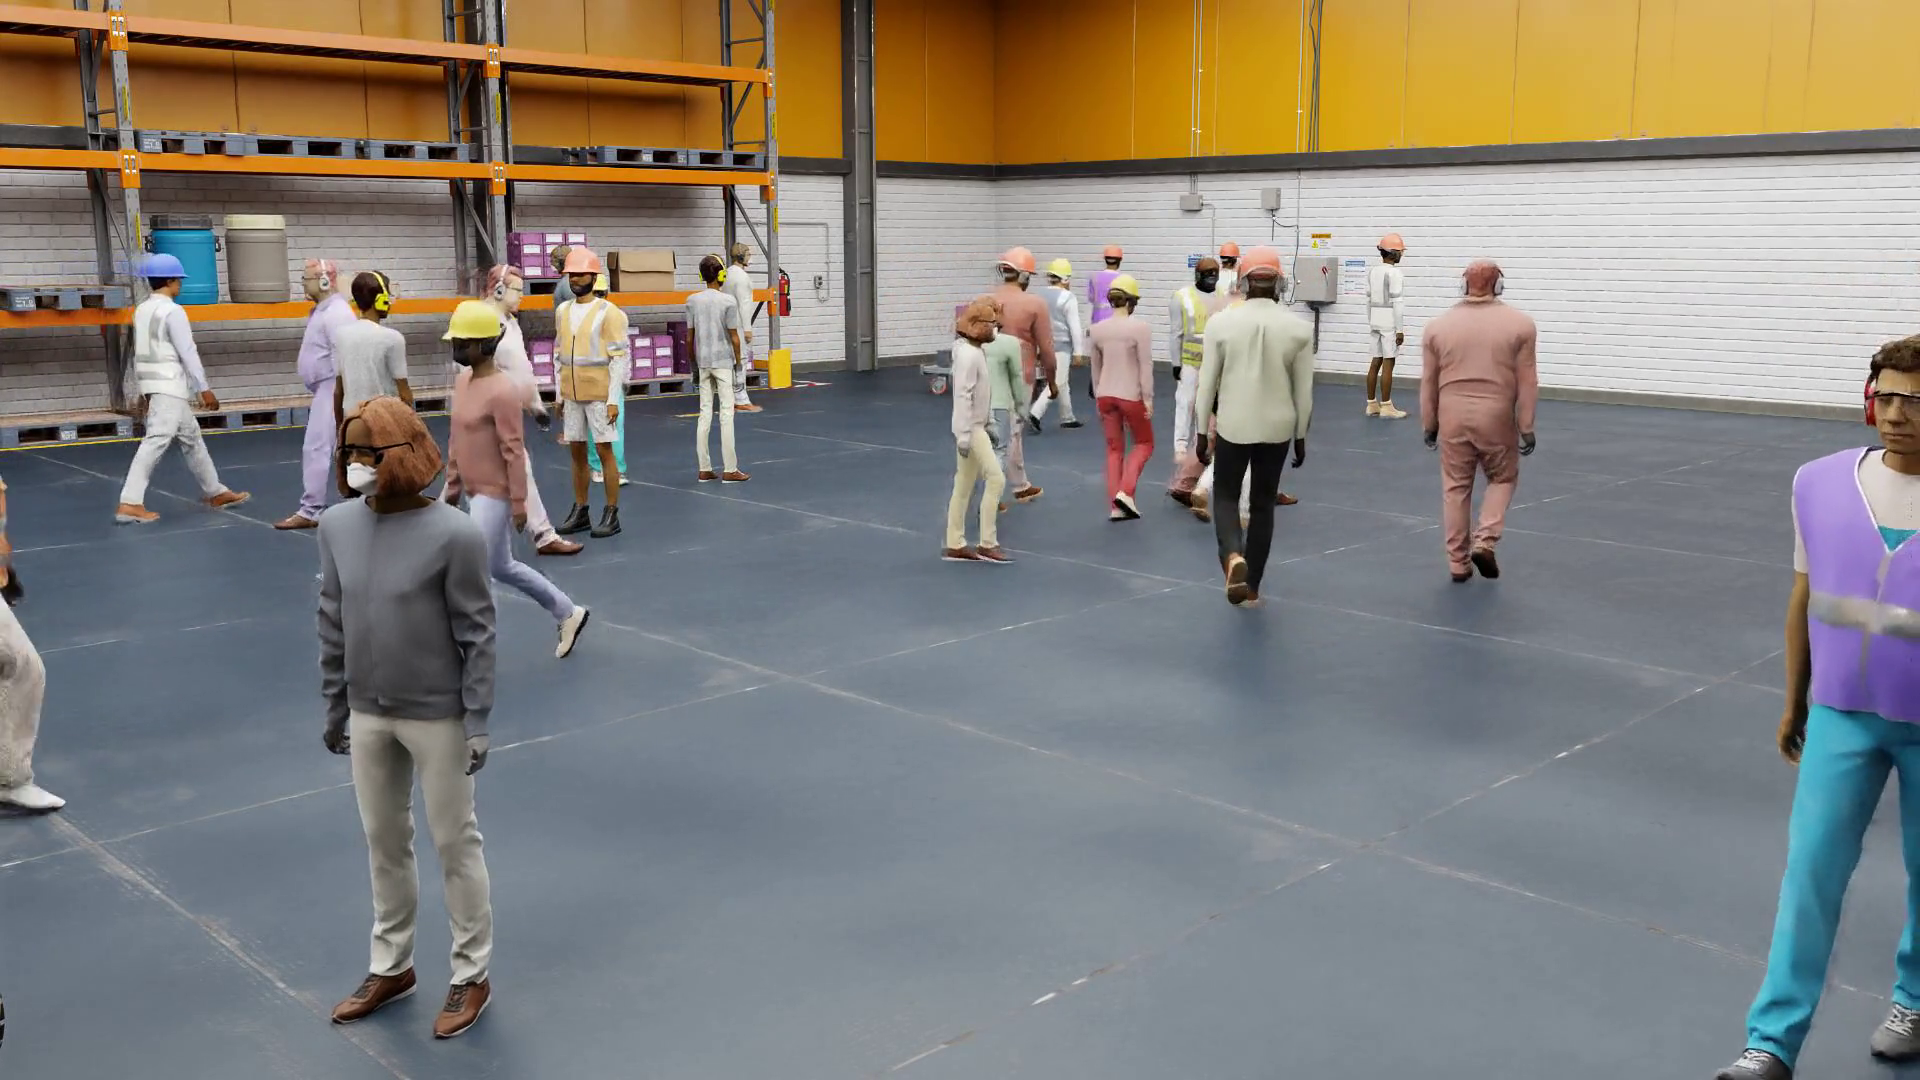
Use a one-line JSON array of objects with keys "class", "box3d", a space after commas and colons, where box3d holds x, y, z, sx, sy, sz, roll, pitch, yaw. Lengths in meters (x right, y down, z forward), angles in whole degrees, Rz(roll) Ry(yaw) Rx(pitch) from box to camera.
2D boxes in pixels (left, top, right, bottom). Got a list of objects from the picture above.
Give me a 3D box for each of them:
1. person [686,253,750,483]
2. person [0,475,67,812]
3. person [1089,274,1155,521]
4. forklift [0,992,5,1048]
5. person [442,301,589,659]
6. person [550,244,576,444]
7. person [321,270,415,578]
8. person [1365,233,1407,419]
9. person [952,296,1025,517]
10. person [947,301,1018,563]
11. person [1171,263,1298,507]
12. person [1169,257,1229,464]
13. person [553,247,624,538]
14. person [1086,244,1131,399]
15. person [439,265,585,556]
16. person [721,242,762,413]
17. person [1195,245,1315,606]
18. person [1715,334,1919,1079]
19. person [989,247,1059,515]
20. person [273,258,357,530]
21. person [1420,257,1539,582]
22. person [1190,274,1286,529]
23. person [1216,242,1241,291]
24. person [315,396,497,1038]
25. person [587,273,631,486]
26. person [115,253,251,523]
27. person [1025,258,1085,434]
[{"class": "person", "box3d": [-1.988, -1.400, 13.633, 0.509, 1.877, 0.328, 4, 11, 23]}, {"class": "person", "box3d": [-3.364, 0.162, 5.784, 0.541, 1.617, 0.538, -5, 11, -25]}, {"class": "person", "box3d": [1.162, -1.000, 11.782, 0.547, 1.740, 0.381, 8, 13, 37]}, {"class": "forklift", "box3d": [-3.245, 0.323, 3.363, 2.313, 2.155, 1.214, 2, 11, 13]}, {"class": "person", "box3d": [-2.087, -0.227, 7.618, 0.794, 1.738, 0.527, -8, 13, -36]}, {"class": "person", "box3d": [-3.793, -1.899, 16.195, 0.371, 1.934, 0.627, -2, 11, -11]}, {"class": "person", "box3d": [-3.351, -0.614, 9.473, 0.531, 1.836, 0.921, 5, 11, 25]}, {"class": "person", "box3d": [4.741, -2.367, 18.447, 0.375, 2.044, 0.605, -4, 11, -19]}, {"class": "person", "box3d": [0.187, -0.907, 11.694, 0.502, 1.609, 0.755, 2, 11, 11]}, {"class": "person", "box3d": [0.174, -0.653, 10.239, 0.584, 1.610, 0.531, 1, 10, 6]}, {"class": "person", "box3d": [2.034, -1.146, 12.311, 0.997, 1.857, 0.627, -5, 12, -26]}, {"class": "person", "box3d": [2.162, -1.583, 14.769, 0.626, 1.836, 0.431, -2, 11, -11]}, {"class": "person", "box3d": [-2.511, -0.985, 11.184, 0.545, 1.942, 0.351, 5, 11, 25]}, {"class": "person", "box3d": [1.775, -2.594, 20.037, 0.579, 1.913, 0.606, 4, 11, 20]}, {"class": "person", "box3d": [-2.945, -0.802, 10.486, 1.034, 1.847, 0.651, 0, 10, -2]}, {"class": "person", "box3d": [-2.531, -2.433, 19.090, 0.370, 1.940, 0.627, -5, 12, -26]}, {"class": "person", "box3d": [1.578, -0.579, 8.900, 0.634, 1.969, 0.655, 1, 10, 3]}, {"class": "person", "box3d": [2.151, 0.430, 3.857, 0.955, 1.790, 0.591, -9, 14, -41]}, {"class": "person", "box3d": [0.380, -1.172, 12.234, 0.593, 1.940, 0.994, 8, 13, 38]}, {"class": "person", "box3d": [-4.294, -1.022, 11.580, 0.938, 1.876, 0.660, -4, 11, -22]}, {"class": "person", "box3d": [3.014, -0.687, 9.680, 0.676, 1.891, 0.431, 5, 12, 27]}, {"class": "person", "box3d": [1.932, -0.940, 11.311, 0.593, 1.812, 0.672, -9, 13, -39]}, {"class": "person", "box3d": [3.234, -2.632, 20.176, 0.552, 1.935, 0.366, 9, 14, 40]}, {"class": "person", "box3d": [-1.399, 0.448, 4.209, 0.502, 1.632, 0.277, 4, 11, 19]}, {"class": "person", "box3d": [-2.888, -1.284, 13.366, 0.544, 1.728, 0.822, -4, 11, -21]}, {"class": "person", "box3d": [-5.643, -1.082, 11.880, 1.018, 1.899, 0.603, -10, 14, -43]}, {"class": "person", "box3d": [0.972, -1.980, 17.015, 0.877, 1.798, 0.602, -8, 13, -38]}]
